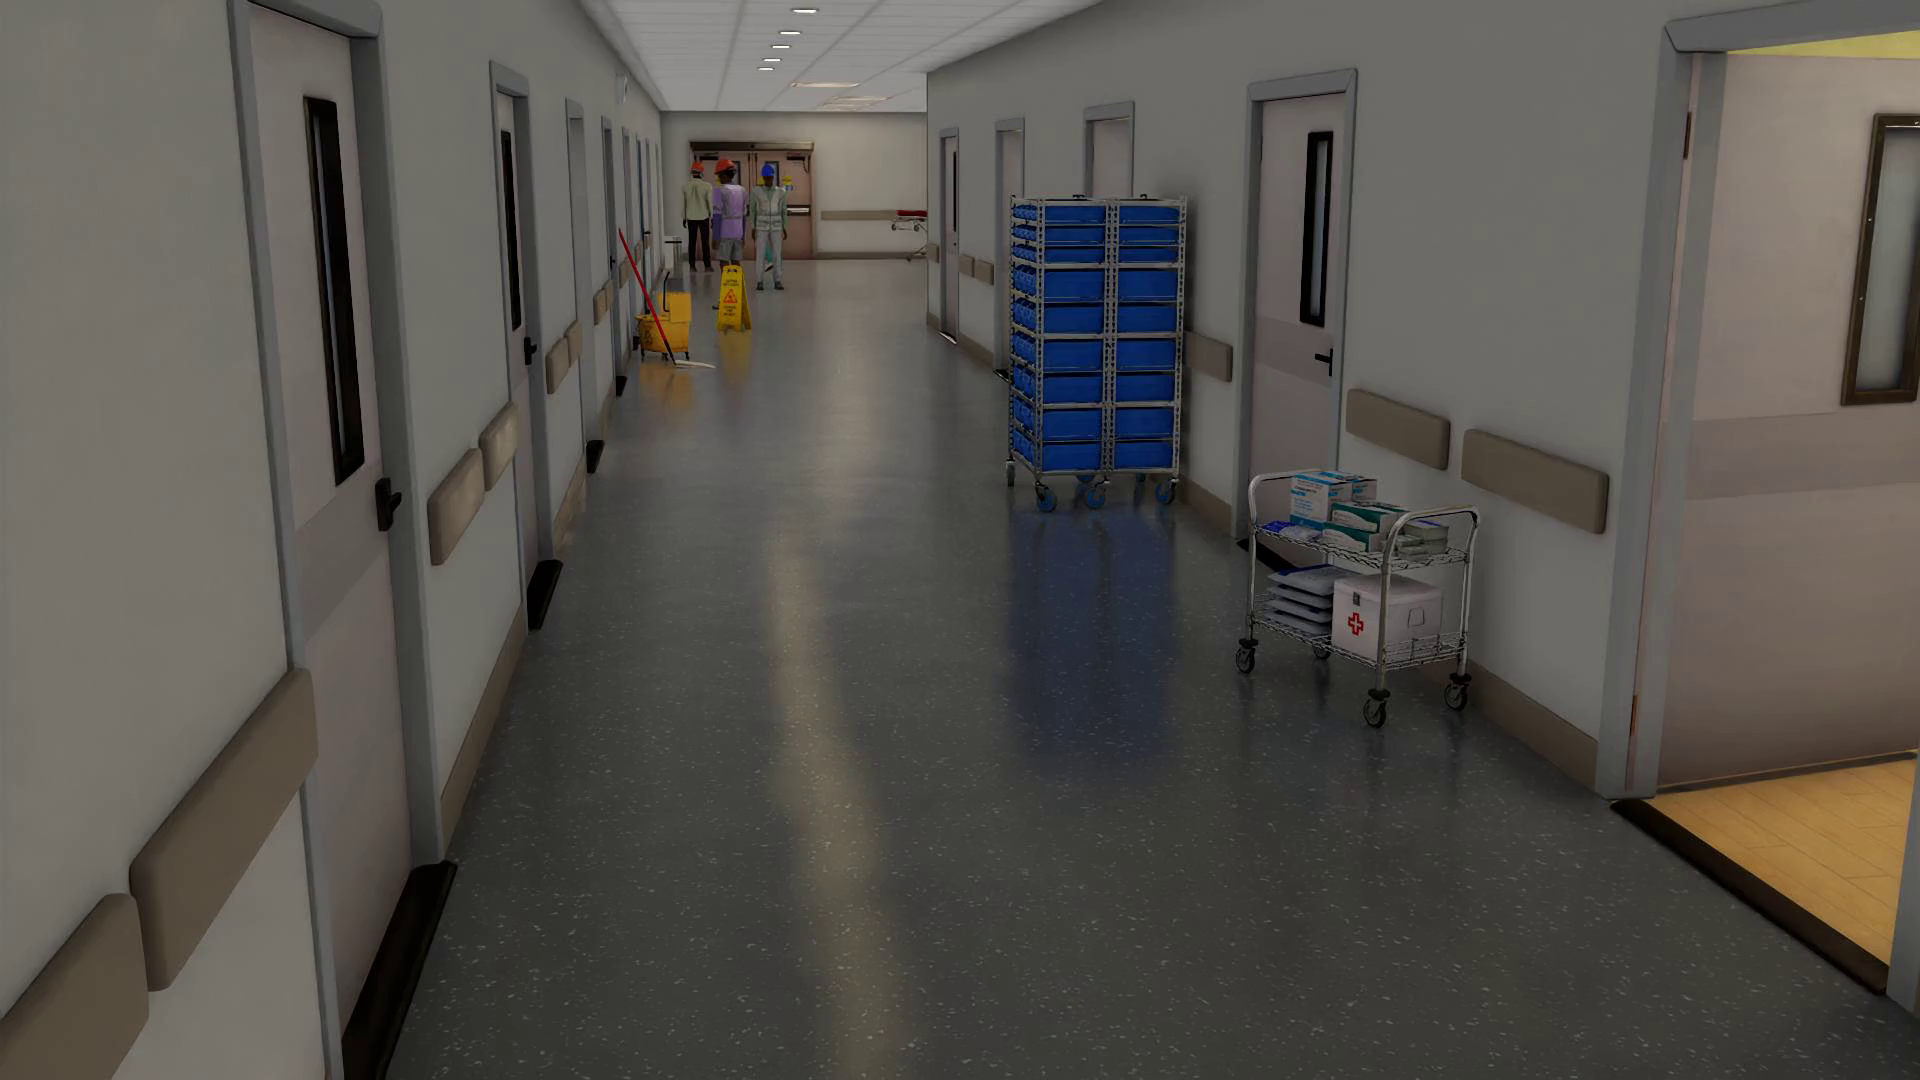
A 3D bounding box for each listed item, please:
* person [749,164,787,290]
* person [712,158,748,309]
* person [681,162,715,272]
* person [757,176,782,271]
[{"bbox_3d":[-3.008,-4.912,26.169,0.601,1.948,0.386,-4,13,-15],"label":"person"},{"bbox_3d":[-3.157,-4.149,22.602,0.411,2.033,0.613,9,15,35],"label":"person"},{"bbox_3d":[-4.790,-5.906,30.478,0.623,1.992,0.391,2,13,7],"label":"person"},{"bbox_3d":[-3.541,-5.856,30.837,0.495,1.734,0.539,5,14,23],"label":"person"}]
